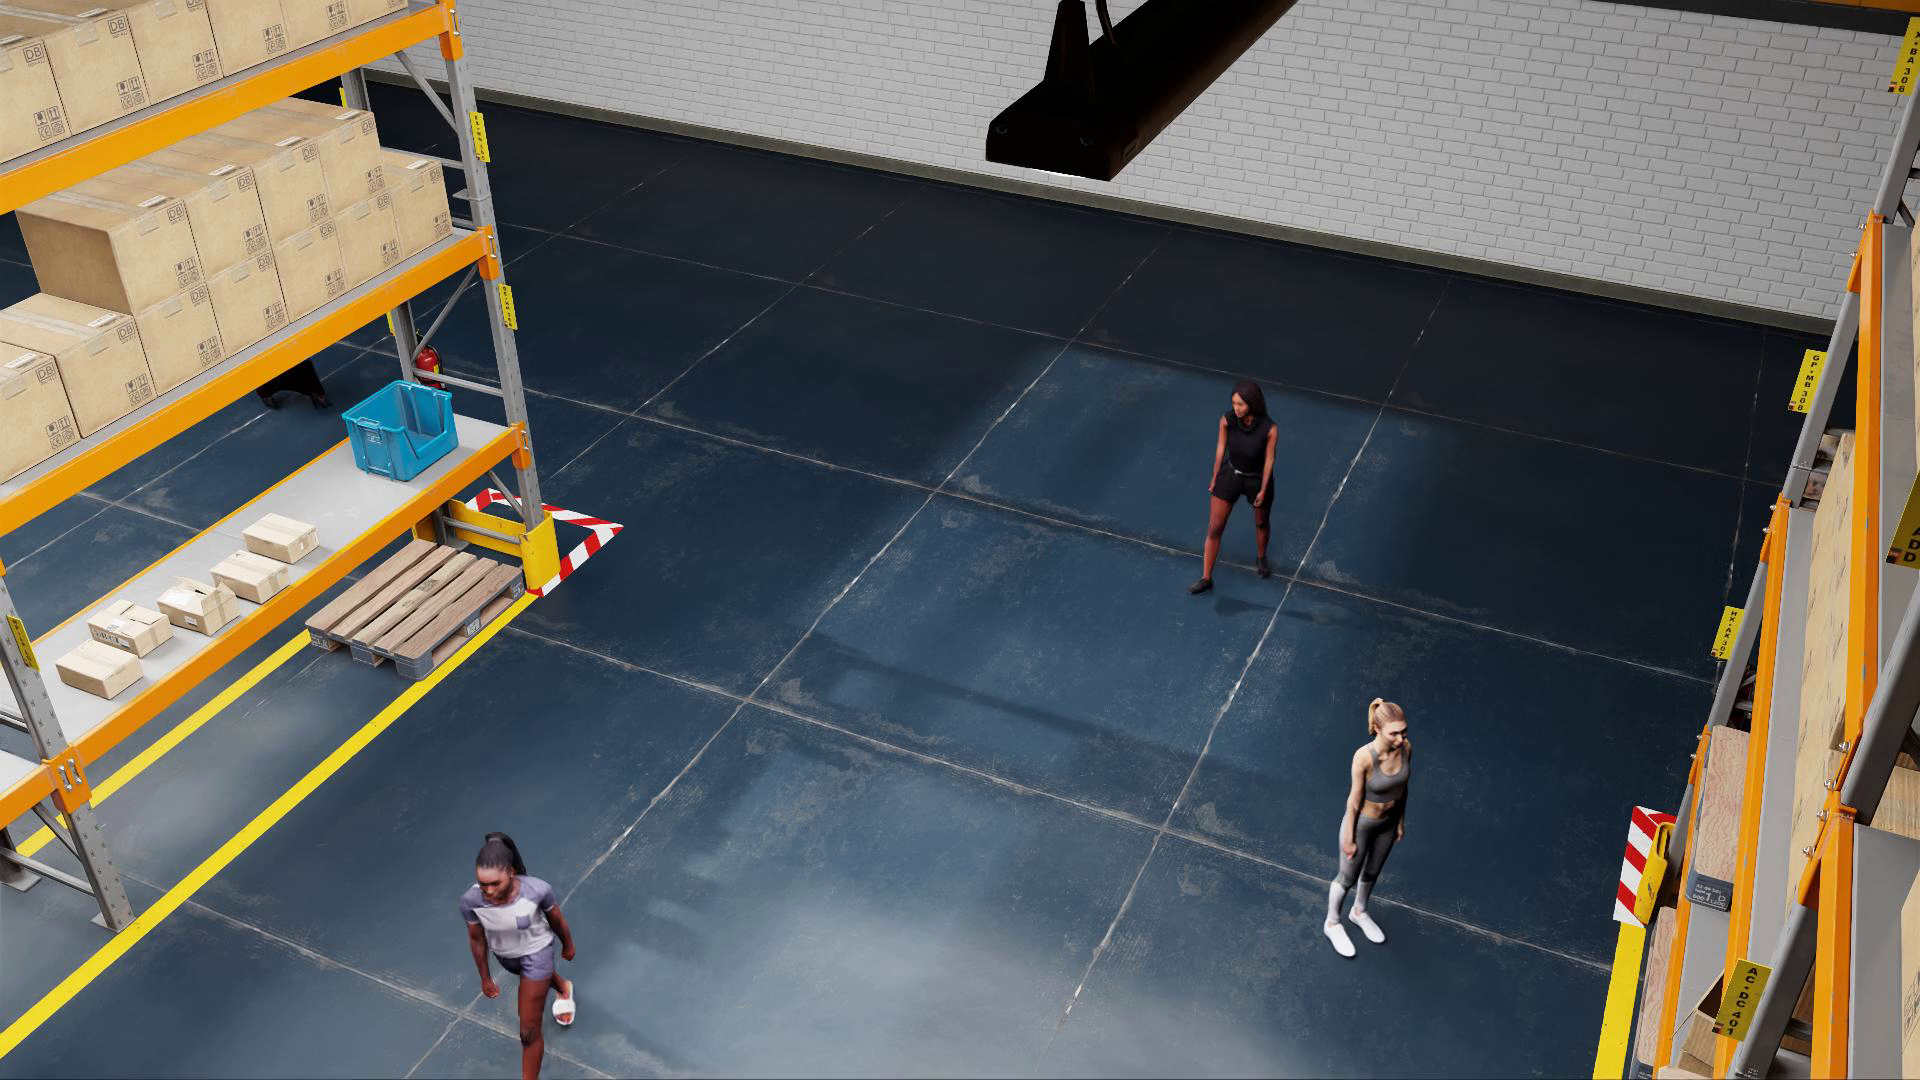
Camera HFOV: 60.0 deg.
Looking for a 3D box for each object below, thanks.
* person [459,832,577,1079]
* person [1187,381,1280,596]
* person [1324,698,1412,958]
[{"bbox_3d":[-2.171,2.067,8.425,0.952,1.654,1.324,-1,34,-2],"label":"person"},{"bbox_3d":[2.097,-0.422,12.127,0.702,1.702,0.971,7,34,10],"label":"person"},{"bbox_3d":[2.253,1.559,9.145,0.613,1.703,0.697,-17,37,-24],"label":"person"}]
